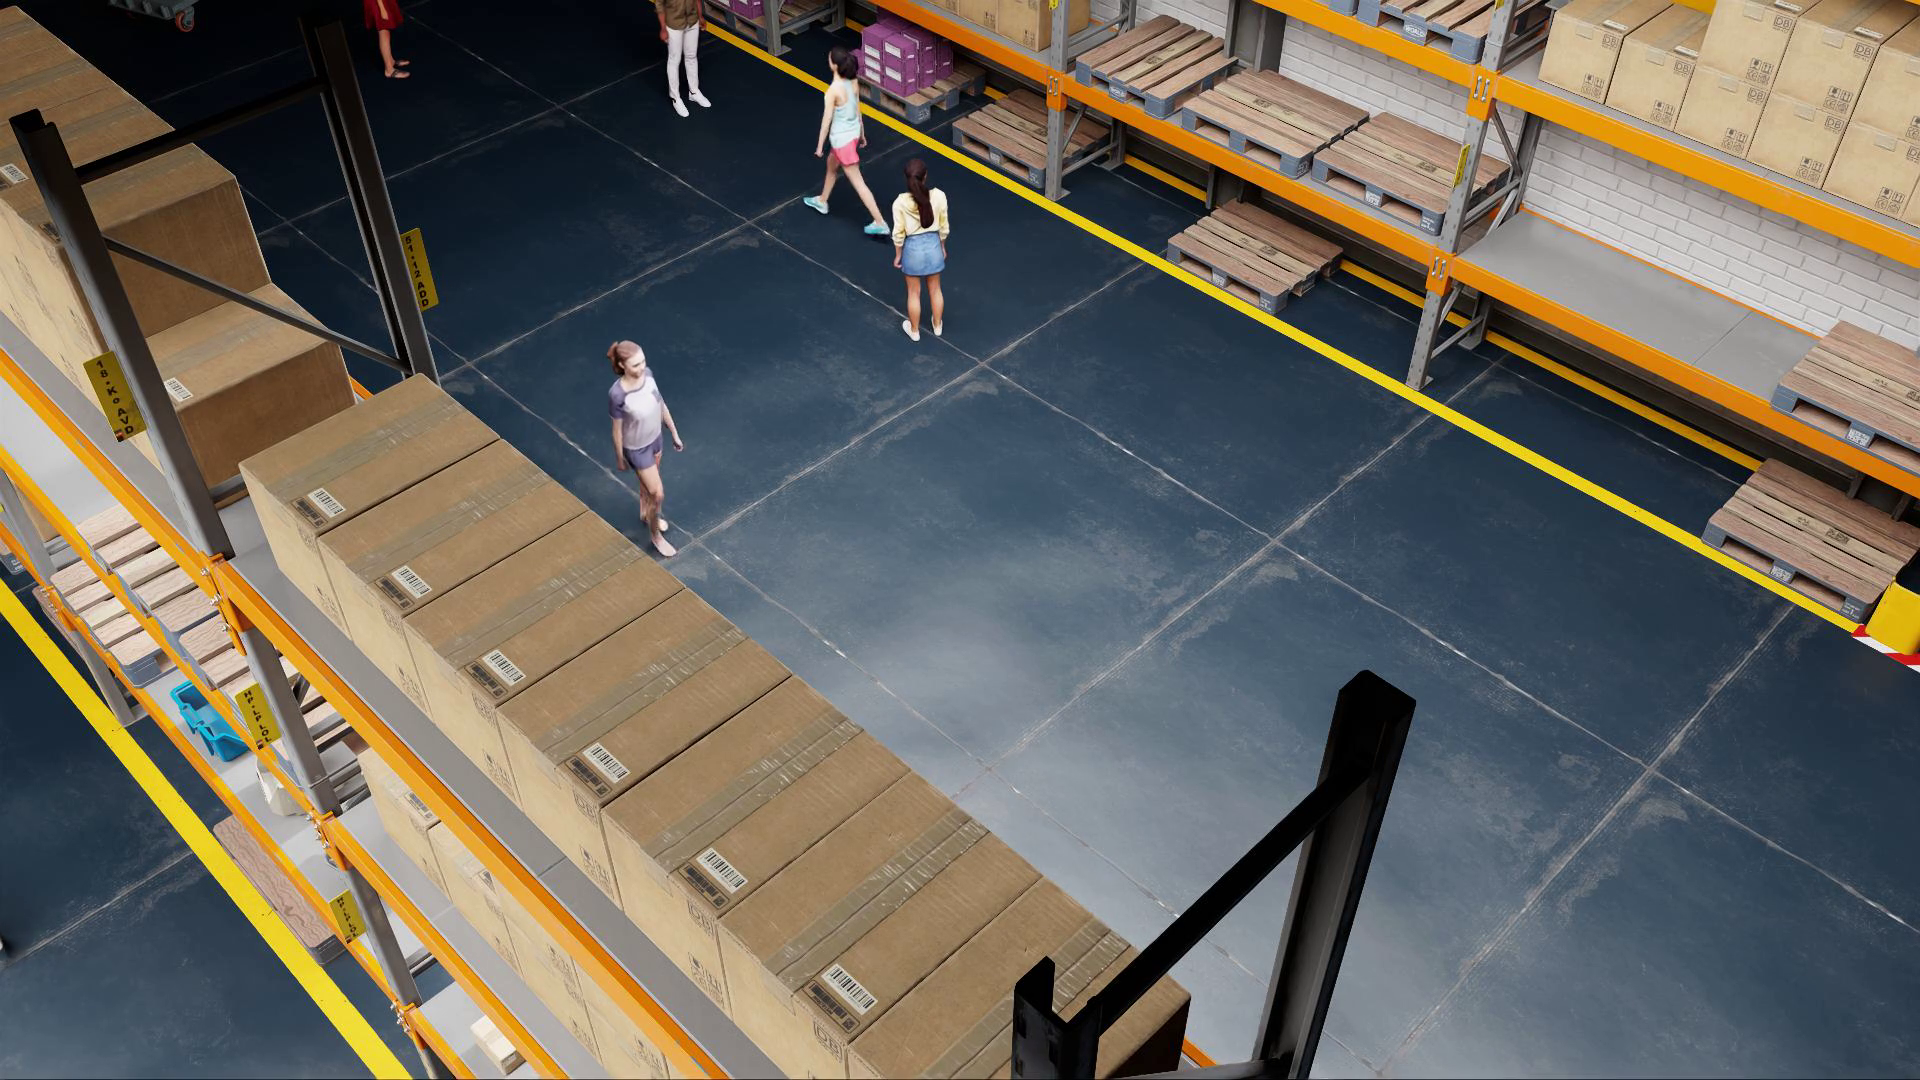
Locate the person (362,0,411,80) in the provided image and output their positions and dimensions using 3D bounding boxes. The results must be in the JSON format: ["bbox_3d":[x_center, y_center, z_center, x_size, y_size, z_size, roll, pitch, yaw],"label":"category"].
[{"bbox_3d":[-5.879,-5.454,16.804,0.729,1.552,0.667,-10,45,-10],"label":"person"}]

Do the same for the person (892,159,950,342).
[{"bbox_3d":[-0.315,-2.341,13.479,0.720,1.631,0.714,-12,45,-12],"label":"person"}]

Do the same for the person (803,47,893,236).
[{"bbox_3d":[-0.940,-3.440,14.572,1.285,1.714,0.797,24,48,23],"label":"person"}]

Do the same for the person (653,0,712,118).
[{"bbox_3d":[-2.731,-5.067,16.199,0.710,1.825,0.550,-34,53,-30],"label":"person"}]

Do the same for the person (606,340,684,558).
[{"bbox_3d":[-2.293,-0.723,11.694,0.781,1.750,0.684,21,47,20],"label":"person"}]
